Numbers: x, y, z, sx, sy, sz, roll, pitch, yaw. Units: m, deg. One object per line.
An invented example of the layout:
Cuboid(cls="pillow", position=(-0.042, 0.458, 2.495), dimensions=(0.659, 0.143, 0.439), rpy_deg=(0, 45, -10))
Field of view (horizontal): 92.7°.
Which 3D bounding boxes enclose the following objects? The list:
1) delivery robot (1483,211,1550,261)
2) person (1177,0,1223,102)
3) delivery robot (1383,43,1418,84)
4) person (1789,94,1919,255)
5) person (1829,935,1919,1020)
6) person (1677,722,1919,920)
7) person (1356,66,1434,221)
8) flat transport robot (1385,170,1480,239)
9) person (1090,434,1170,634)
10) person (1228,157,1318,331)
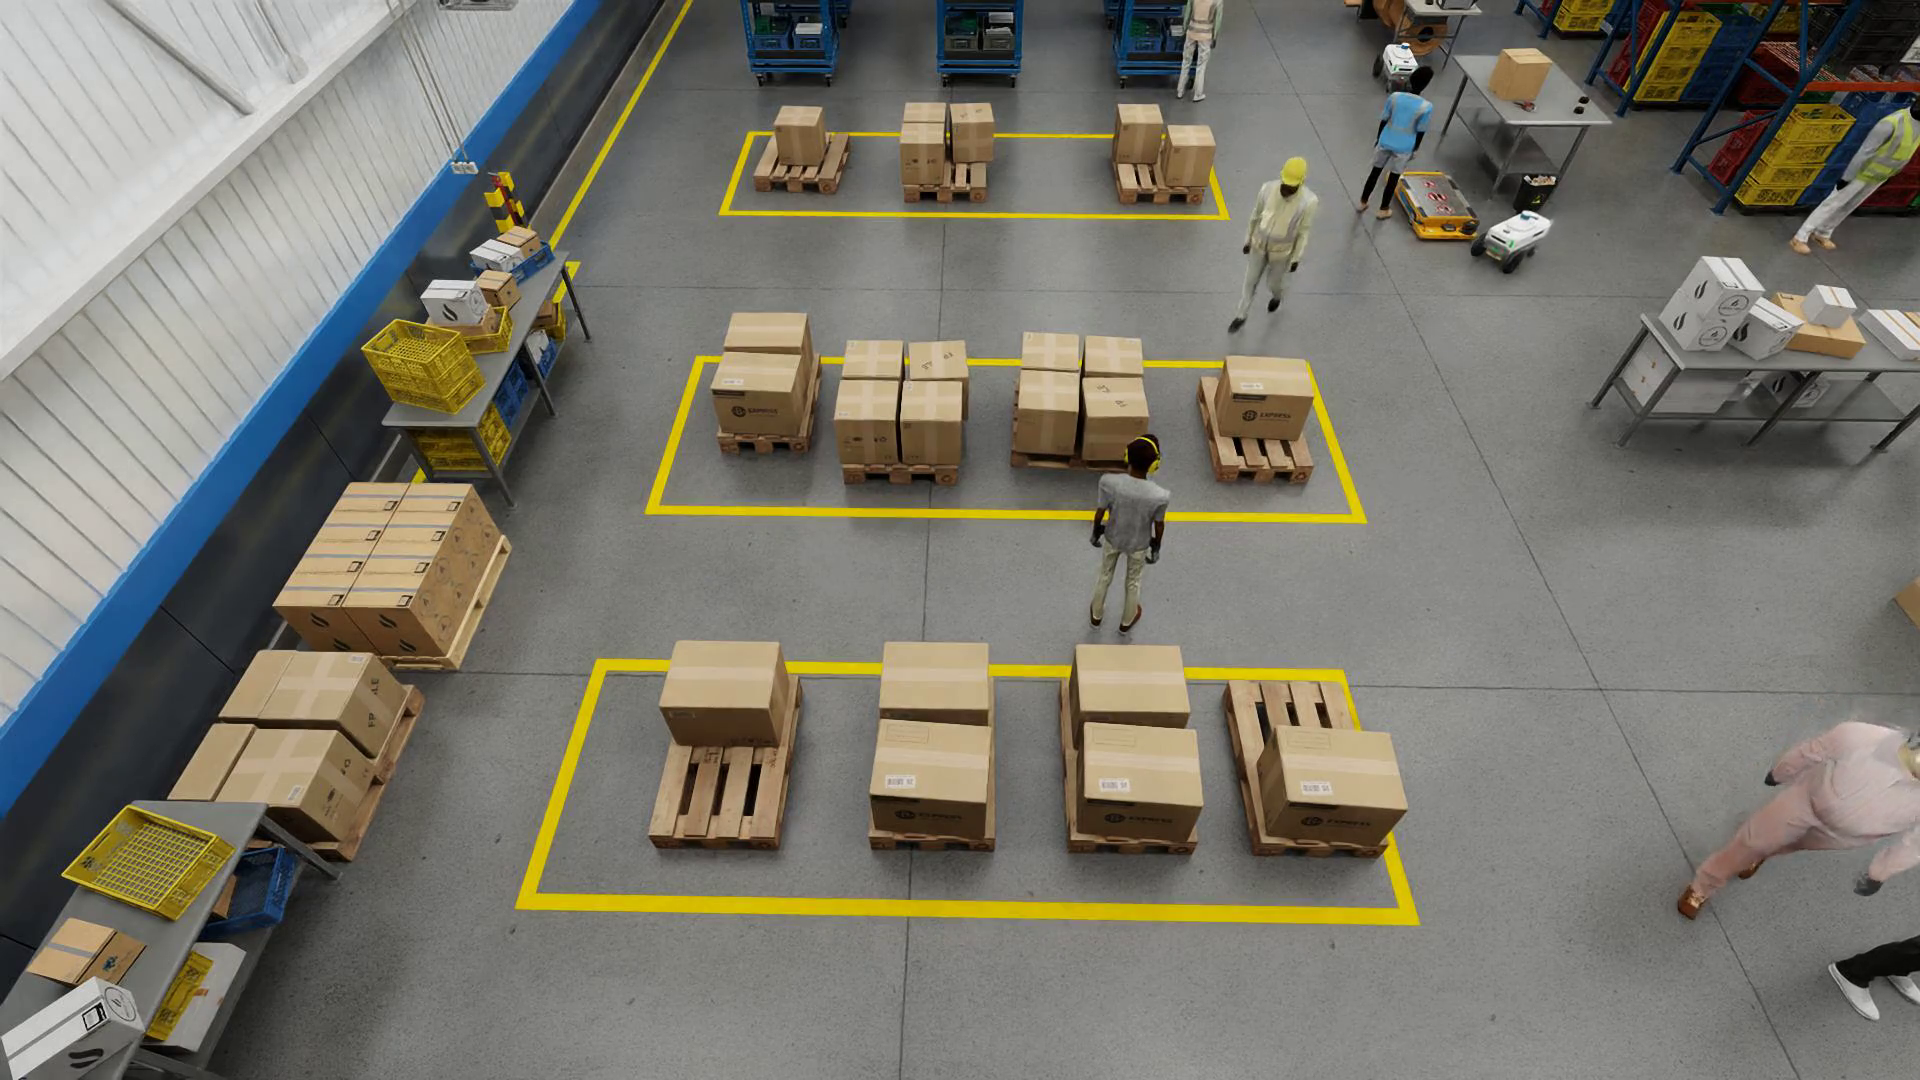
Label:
Cuboid(cls="delivery robot", position=(6.229, -3.435, 10.242), dimensions=(0.707, 0.478, 0.477), rpy_deg=(-26, 54, -21))
Cuboid(cls="person", position=(3.287, -6.909, 12.595), dimensions=(0.515, 1.640, 0.315), rpy_deg=(24, 53, 20))
Cuboid(cls="delivery robot", position=(6.366, -6.920, 13.258), dimensions=(0.477, 0.478, 0.707), rpy_deg=(5, 49, 4))
Cuboid(cls="person", position=(9.859, -3.972, 9.931), dimensions=(0.643, 1.837, 0.430), rpy_deg=(-11, 50, -9))
Cuboid(cls="person", position=(5.391, 2.003, 4.709), dimensions=(0.584, 1.910, 0.387), rpy_deg=(-10, 50, -8))
Cuboid(cls="person", position=(4.829, 1.589, 5.094), dimensions=(0.656, 1.865, 0.954), rpy_deg=(37, 58, 27))
Cuboid(cls="person", position=(5.002, -4.530, 10.498), dimensions=(0.540, 1.697, 0.317), rpy_deg=(35, 58, 27))
Cuboid(cls="flat transport robot", position=(5.692, -4.094, 11.059), dimensions=(0.652, 0.197, 1.431), rpy_deg=(1, 49, 1))
Cuboid(cls="person", position=(1.174, -0.005, 6.474), dimensions=(0.519, 1.865, 0.327), rpy_deg=(16, 51, 13))
Cuboid(cls="person", position=(3.086, -2.917, 9.026), dimensions=(0.608, 1.806, 0.610), rpy_deg=(30, 56, 23))
